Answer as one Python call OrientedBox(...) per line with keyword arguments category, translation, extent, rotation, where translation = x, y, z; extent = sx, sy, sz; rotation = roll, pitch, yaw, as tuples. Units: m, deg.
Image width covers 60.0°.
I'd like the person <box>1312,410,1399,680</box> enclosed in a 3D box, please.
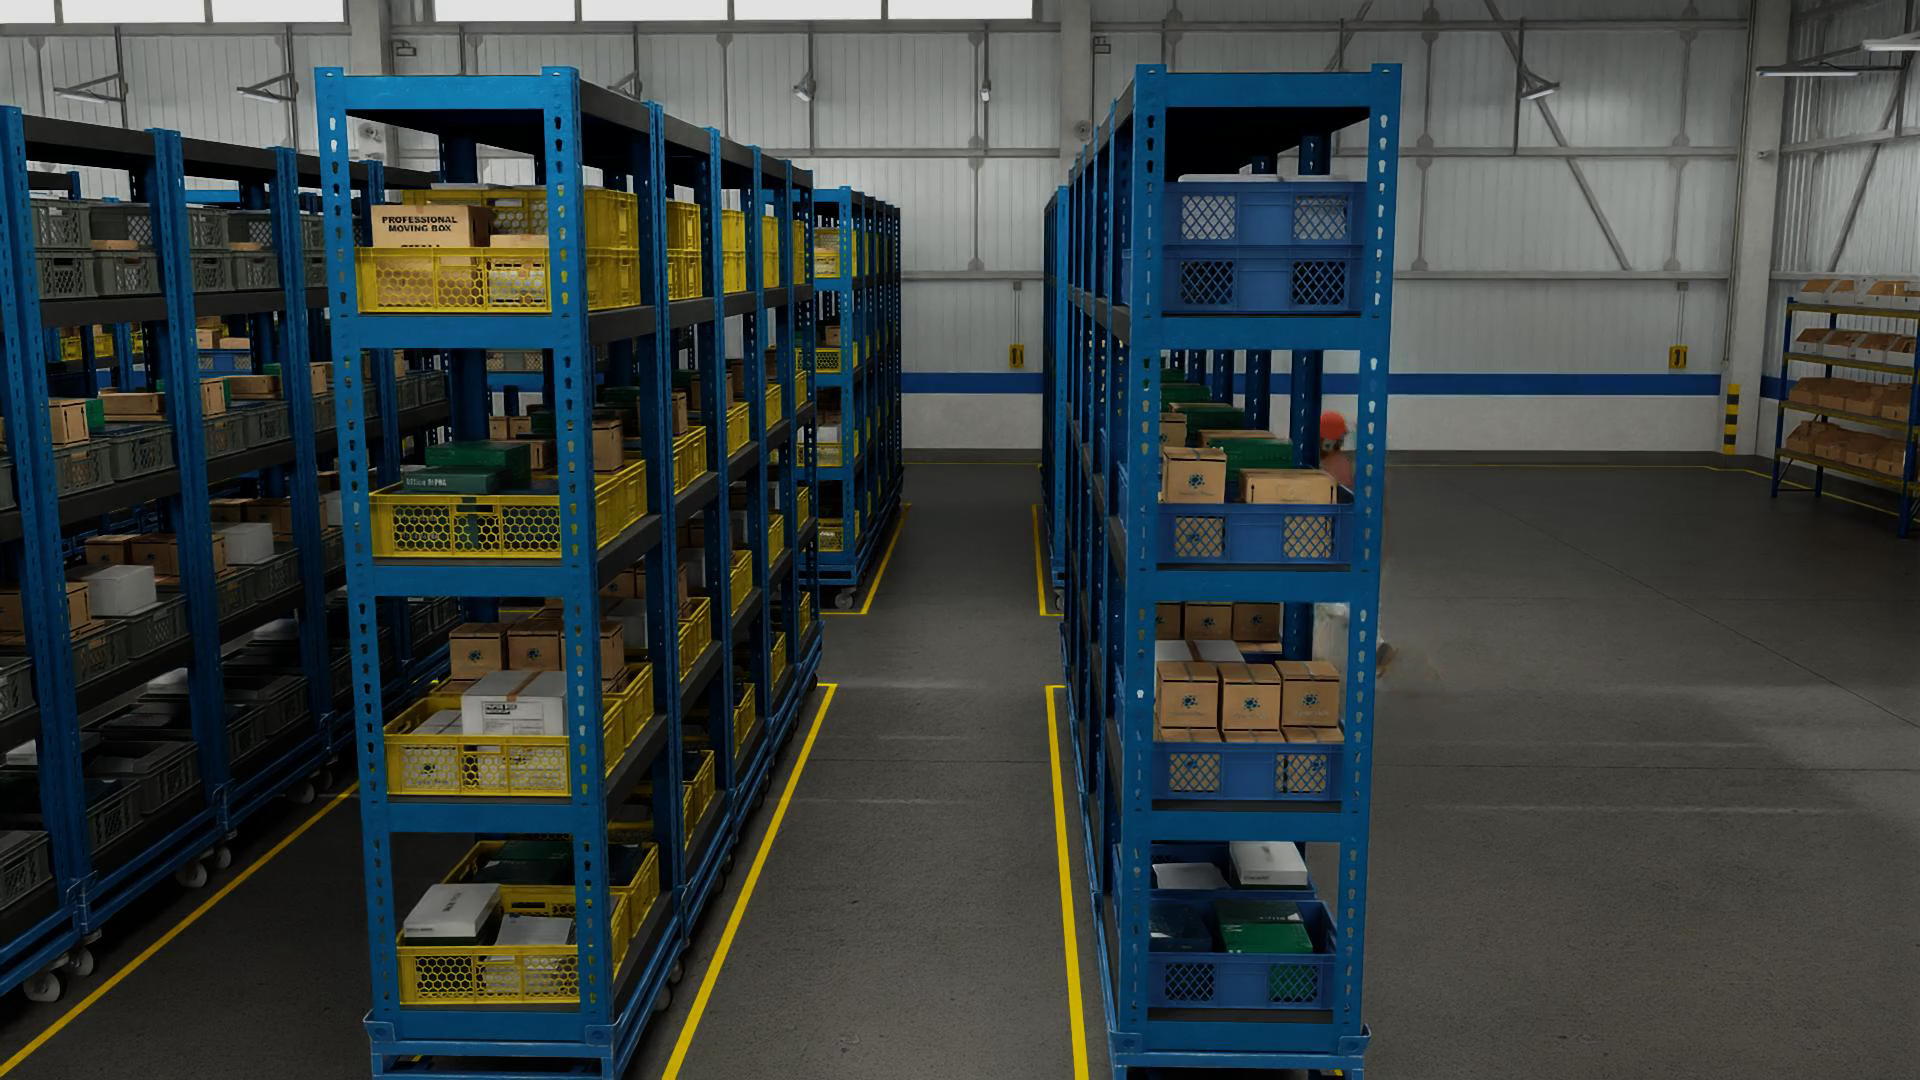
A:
OrientedBox(category="person", translation=(2.644, 0.091, 11.512), extent=(0.680, 1.980, 0.614), rotation=(5, 11, 26))
